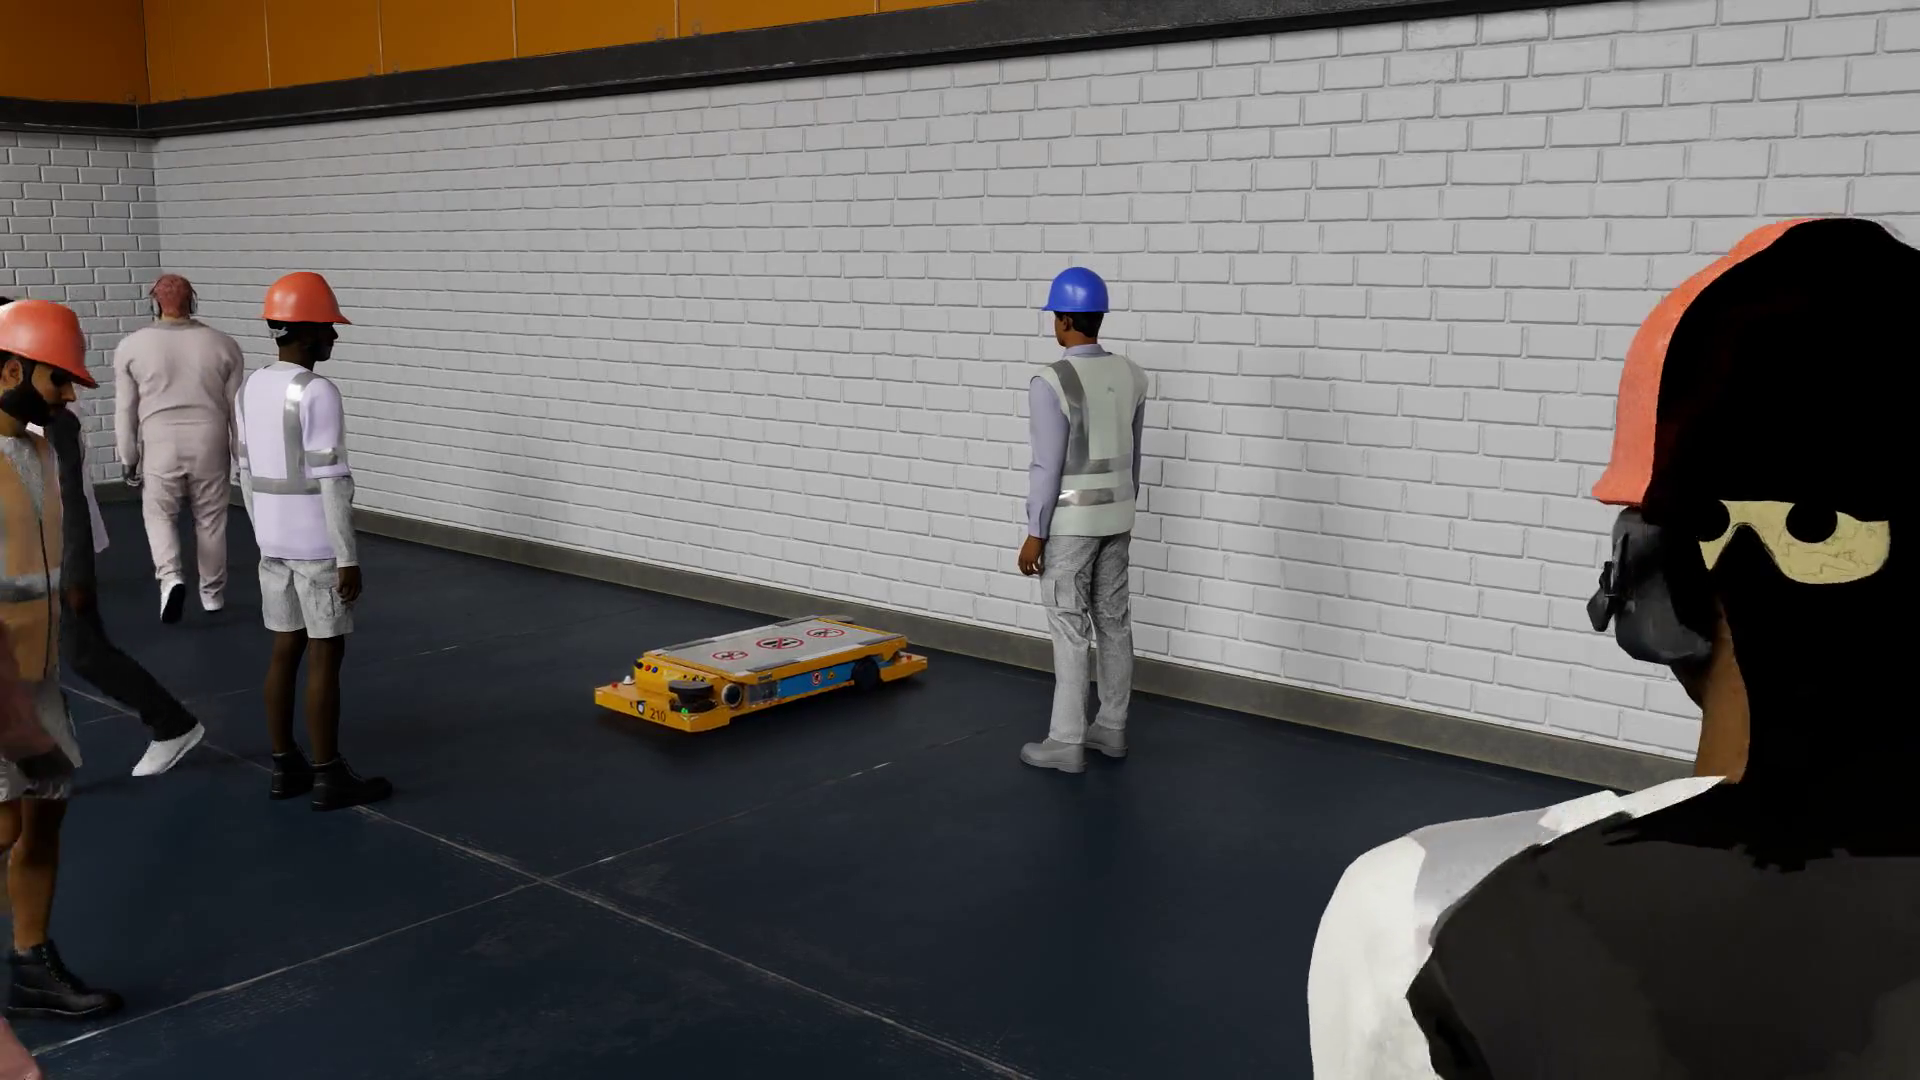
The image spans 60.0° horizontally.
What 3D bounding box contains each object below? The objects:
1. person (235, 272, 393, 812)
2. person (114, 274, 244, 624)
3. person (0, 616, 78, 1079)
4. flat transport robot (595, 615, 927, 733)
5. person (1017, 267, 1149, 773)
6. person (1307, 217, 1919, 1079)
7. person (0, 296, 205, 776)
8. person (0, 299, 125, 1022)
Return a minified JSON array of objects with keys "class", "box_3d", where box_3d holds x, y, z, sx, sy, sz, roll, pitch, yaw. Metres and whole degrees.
[{"class":"person","box_3d":[-2.349,0.007,6.038,0.551,1.934,0.375,7,12,35]},{"class":"person","box_3d":[-4.178,-0.485,8.977,0.668,1.896,0.675,-5,11,-27]},{"class":"person","box_3d":[-2.171,0.501,3.453,0.985,1.844,0.673,-2,10,-11]},{"class":"flat transport robot","box_3d":[-0.871,0.576,7.539,0.652,0.197,1.431,9,13,41]},{"class":"person","box_3d":[0.469,-0.074,6.460,0.604,1.949,0.389,-10,14,-44]},{"class":"person","box_3d":[0.537,0.808,1.189,0.612,2.041,0.410,3,10,14]},{"class":"person","box_3d":[-3.281,0.044,6.060,0.606,1.871,0.959,6,12,32]},{"class":"person","box_3d":[-2.544,0.336,4.289,0.645,1.893,0.626,0,10,1]}]
